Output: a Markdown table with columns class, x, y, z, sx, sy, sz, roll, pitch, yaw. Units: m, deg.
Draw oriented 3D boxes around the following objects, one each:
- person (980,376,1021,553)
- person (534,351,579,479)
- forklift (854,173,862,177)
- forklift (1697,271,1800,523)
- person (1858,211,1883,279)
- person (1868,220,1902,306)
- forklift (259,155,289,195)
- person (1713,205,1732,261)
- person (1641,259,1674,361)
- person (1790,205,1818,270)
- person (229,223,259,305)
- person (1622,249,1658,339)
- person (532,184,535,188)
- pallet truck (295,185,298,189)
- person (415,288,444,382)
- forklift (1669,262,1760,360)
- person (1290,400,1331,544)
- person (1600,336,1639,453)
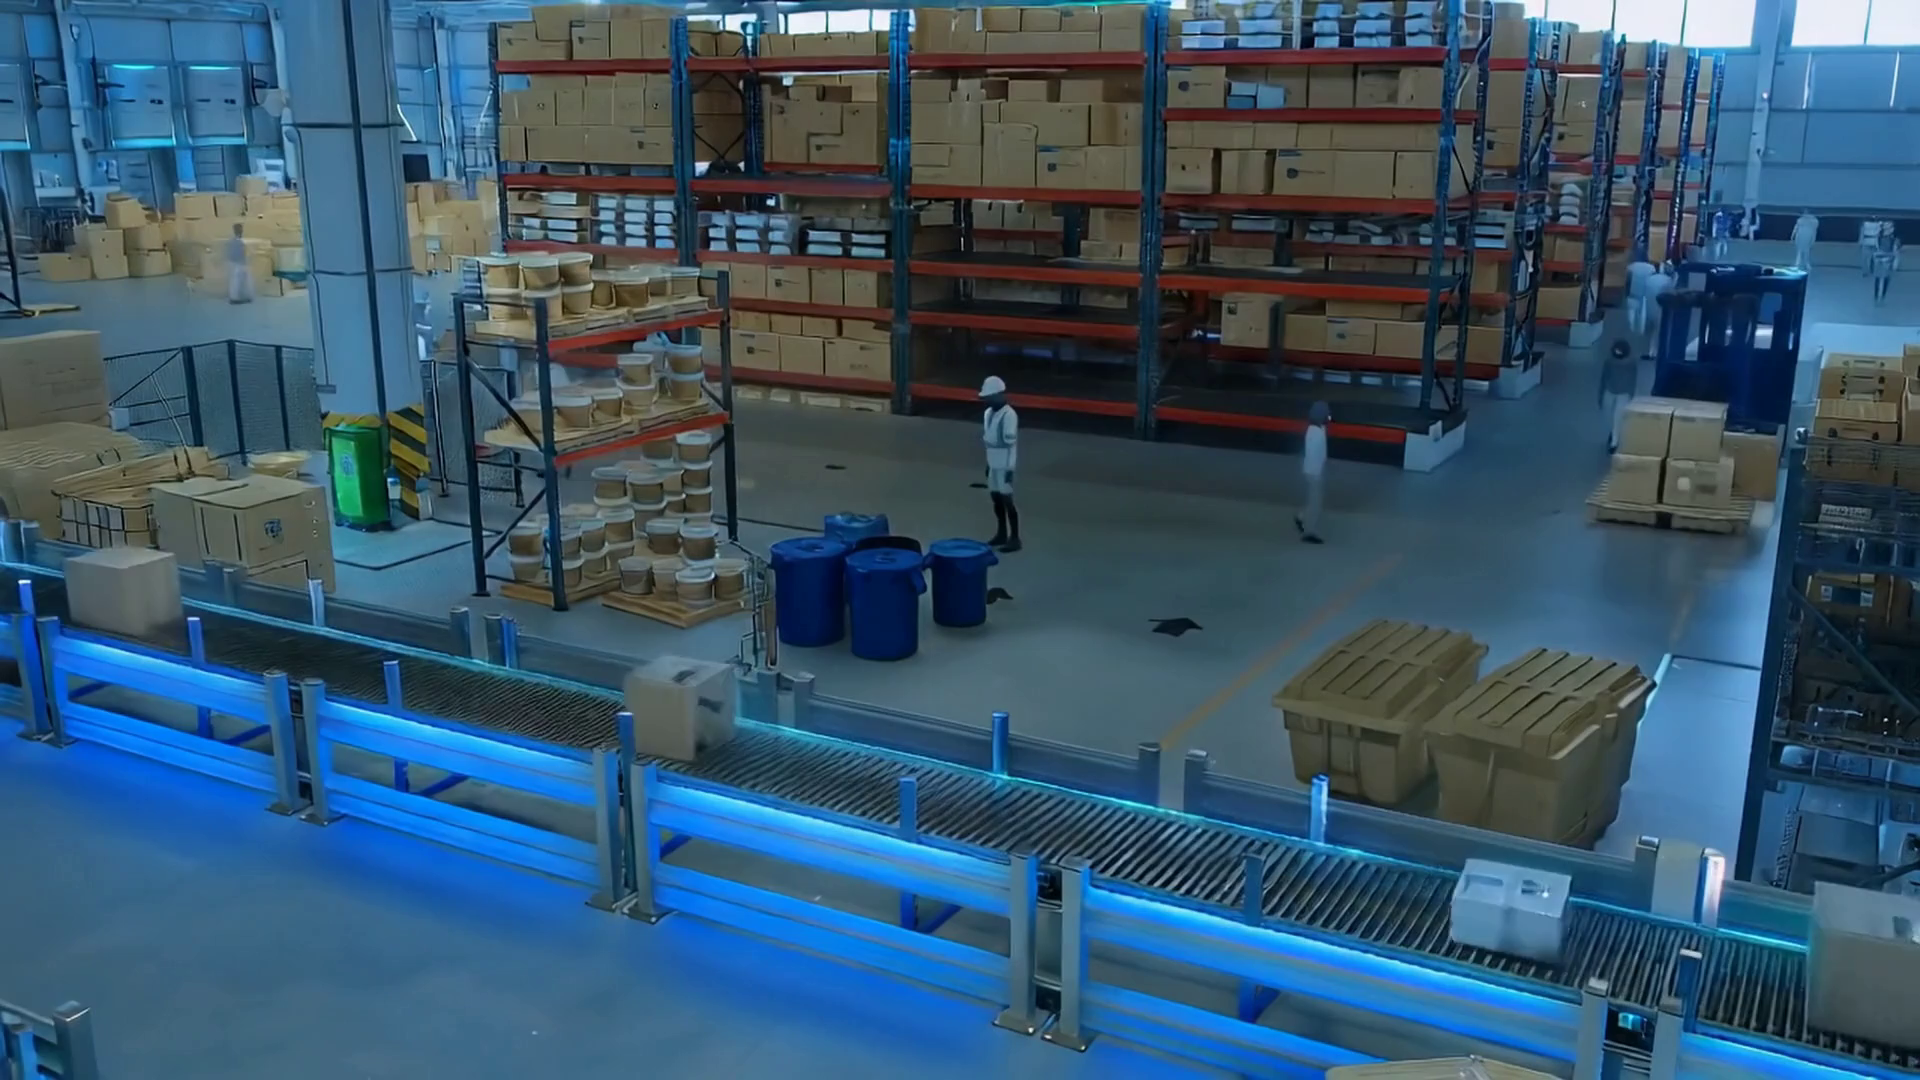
| class | x | y | z | sx | sy | sz | roll | pitch | yaw |
| --- | --- | --- | --- | --- | --- | --- | --- | --- | --- |
| person | 0.421 | -0.831 | 18.058 | 0.411 | 1.924 | 0.544 | -10 | 18 | -33 |
| person | -5.198 | -1.647 | 21.326 | 0.612 | 1.819 | 0.605 | 5 | 16 | 19 |
| forklift | -3.668 | -11.581 | 56.638 | 1.873 | 2.768 | 1.129 | -11 | 18 | -35 |
| forklift | 9.269 | -1.763 | 19.726 | 1.129 | 2.768 | 1.873 | 8 | 17 | 27 |
| person | 24.893 | -8.073 | 45.470 | 0.602 | 1.815 | 0.791 | 10 | 18 | 33 |
| person | 21.852 | -6.543 | 39.337 | 0.636 | 2.019 | 0.537 | 9 | 17 | 30 |
| forklift | -24.419 | -12.329 | 59.450 | 1.129 | 2.768 | 1.873 | -6 | 16 | -23 |
| person | 23.123 | -9.331 | 50.496 | 0.534 | 1.671 | 0.773 | 8 | 17 | 27 |
| person | 13.100 | -4.299 | 31.147 | 0.399 | 1.900 | 0.643 | -7 | 16 | -23 |
| person | 24.094 | -8.600 | 47.385 | 0.637 | 1.863 | 0.949 | -3 | 15 | -10 |
| person | -17.192 | -6.607 | 39.796 | 0.843 | 1.909 | 0.630 | -9 | 17 | -30 |
| person | 13.834 | -4.983 | 33.844 | 0.664 | 1.831 | 0.564 | 4 | 15 | 15 |
| person | -16.946 | -13.462 | 66.010 | 0.537 | 1.685 | 0.334 | 3 | 15 | 12 |
| pallet truck | -26.804 | -14.617 | 69.738 | 1.885 | 1.965 | 0.823 | -14 | 20 | -42 |
| person | -9.248 | -3.534 | 28.758 | 0.515 | 1.641 | 0.315 | 6 | 16 | 22 |
| forklift | 9.353 | -2.066 | 20.865 | 1.129 | 2.768 | 1.873 | 8 | 17 | 28 |
| person | 3.917 | -0.748 | 18.338 | 0.368 | 1.623 | 0.501 | 7 | 16 | 24 |
| person | 9.180 | -2.040 | 23.184 | 0.504 | 1.619 | 0.477 | 11 | 19 | 36 |
